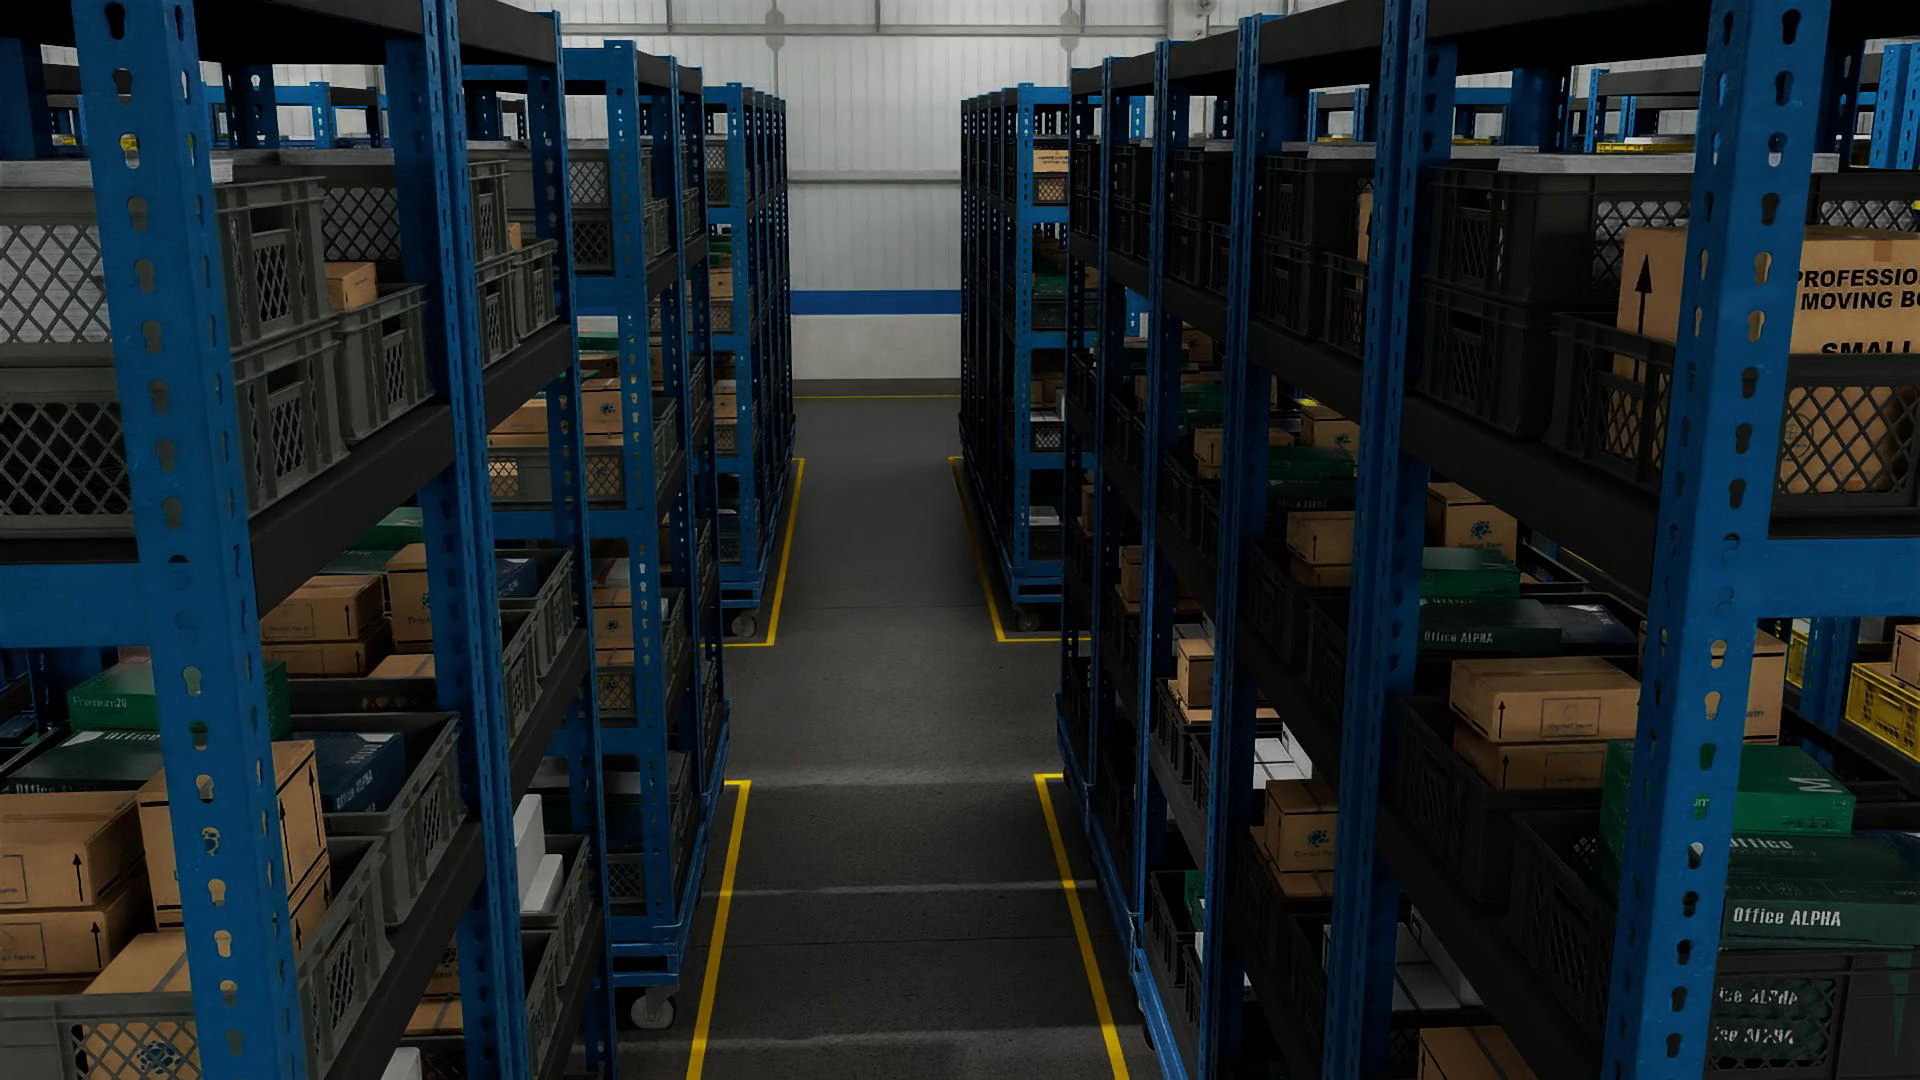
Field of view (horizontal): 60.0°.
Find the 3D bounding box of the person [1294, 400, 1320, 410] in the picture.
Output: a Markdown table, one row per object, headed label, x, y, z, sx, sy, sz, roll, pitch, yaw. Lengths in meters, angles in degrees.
| label | x | y | z | sx | sy | sz | roll | pitch | yaw |
| --- | --- | --- | --- | --- | --- | --- | --- | --- | --- |
| person | 1.948 | 0.090 | 9.618 | 0.592 | 1.825 | 0.404 | -9 | 17 | -33 |
